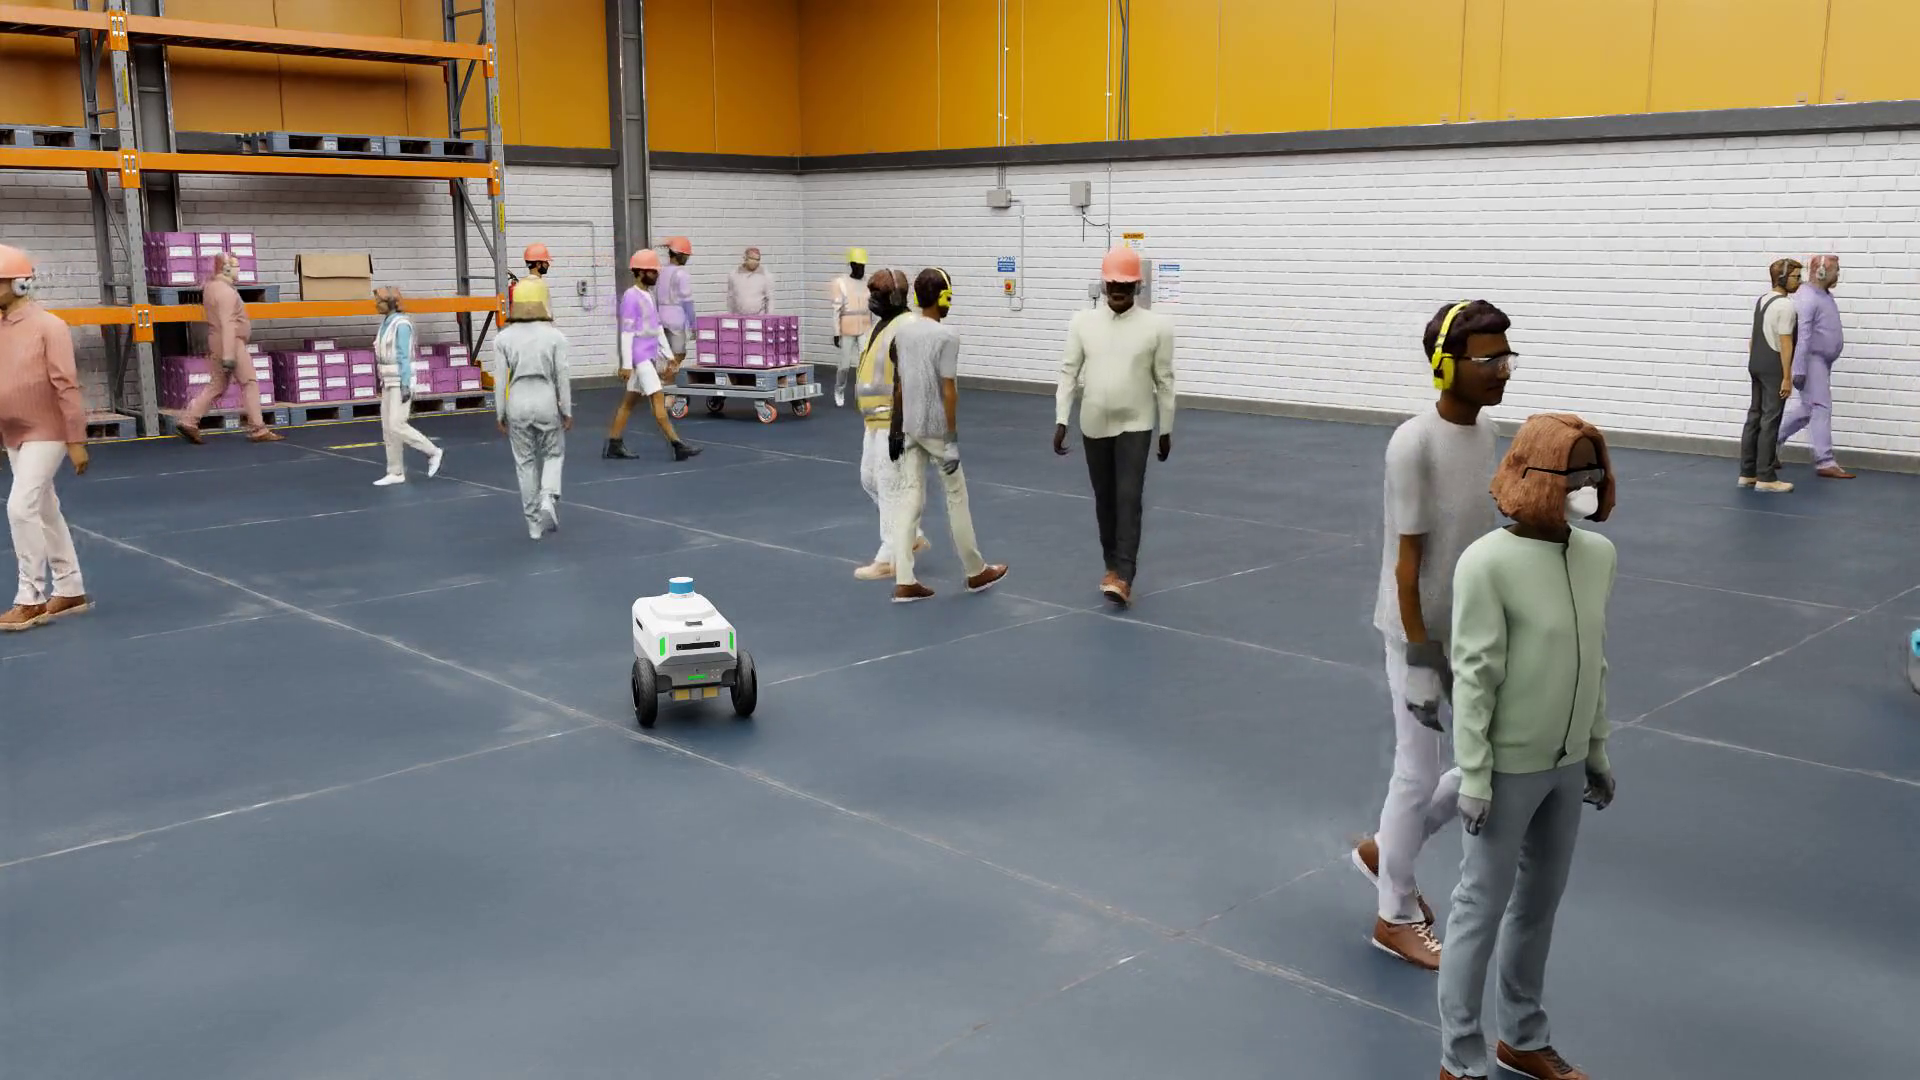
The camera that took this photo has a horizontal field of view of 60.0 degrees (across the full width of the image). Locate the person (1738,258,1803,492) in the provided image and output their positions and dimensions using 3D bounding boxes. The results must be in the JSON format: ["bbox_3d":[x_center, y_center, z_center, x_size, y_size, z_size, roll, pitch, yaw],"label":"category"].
[{"bbox_3d":[6.444,-1.304,13.195,0.342,1.842,0.506,0,10,-2],"label":"person"}]

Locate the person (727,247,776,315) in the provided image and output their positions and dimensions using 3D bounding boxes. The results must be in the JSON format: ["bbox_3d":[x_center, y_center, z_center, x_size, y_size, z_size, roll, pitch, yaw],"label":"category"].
[{"bbox_3d":[-2.758,-2.932,22.006,0.663,1.866,0.594,0,10,0],"label":"person"}]

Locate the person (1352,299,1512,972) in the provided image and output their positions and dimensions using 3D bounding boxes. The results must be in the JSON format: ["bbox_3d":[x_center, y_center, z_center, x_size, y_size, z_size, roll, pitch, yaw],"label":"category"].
[{"bbox_3d":[1.312,0.276,4.552,0.505,1.859,0.408,-9,13,-39],"label":"person"}]

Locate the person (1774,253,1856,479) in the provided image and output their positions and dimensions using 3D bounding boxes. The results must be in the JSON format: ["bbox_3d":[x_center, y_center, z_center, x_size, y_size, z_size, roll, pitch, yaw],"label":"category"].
[{"bbox_3d":[7.202,-1.482,14.065,0.827,1.883,0.662,8,13,39],"label":"person"}]

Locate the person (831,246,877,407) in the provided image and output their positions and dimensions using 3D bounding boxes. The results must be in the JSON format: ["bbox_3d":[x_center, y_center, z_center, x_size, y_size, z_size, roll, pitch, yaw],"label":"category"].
[{"bbox_3d":[-1.229,-2.450,19.300,0.587,1.898,0.821,-4,11,-20],"label":"person"}]

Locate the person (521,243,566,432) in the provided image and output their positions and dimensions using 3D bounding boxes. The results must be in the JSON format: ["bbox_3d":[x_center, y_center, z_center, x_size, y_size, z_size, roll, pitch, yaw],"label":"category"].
[{"bbox_3d":[-4.315,-2.064,17.077,0.362,1.939,0.542,-8,13,-38],"label":"person"}]

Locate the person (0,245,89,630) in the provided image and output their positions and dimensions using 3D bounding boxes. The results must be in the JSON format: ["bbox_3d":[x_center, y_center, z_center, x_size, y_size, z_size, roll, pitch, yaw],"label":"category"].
[{"bbox_3d":[-4.887,-0.519,8.570,0.651,1.964,0.776,5,12,27],"label":"person"}]

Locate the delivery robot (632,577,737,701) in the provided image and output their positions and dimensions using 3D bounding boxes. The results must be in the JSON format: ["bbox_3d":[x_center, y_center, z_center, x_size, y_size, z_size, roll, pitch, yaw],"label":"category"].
[{"bbox_3d":[-1.191,0.403,7.143,0.477,0.478,0.707,-4,11,-19],"label":"delivery robot"}]

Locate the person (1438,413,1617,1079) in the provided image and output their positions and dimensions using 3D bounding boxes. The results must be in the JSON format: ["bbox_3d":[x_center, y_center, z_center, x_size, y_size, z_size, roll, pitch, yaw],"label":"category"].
[{"bbox_3d":[1.311,0.522,3.809,0.499,1.633,0.285,-7,12,-33],"label":"person"}]

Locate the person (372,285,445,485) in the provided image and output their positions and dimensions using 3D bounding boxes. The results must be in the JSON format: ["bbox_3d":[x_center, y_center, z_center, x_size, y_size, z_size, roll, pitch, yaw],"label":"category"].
[{"bbox_3d":[-4.525,-1.249,13.488,0.463,1.623,0.528,-9,13,-39],"label":"person"}]

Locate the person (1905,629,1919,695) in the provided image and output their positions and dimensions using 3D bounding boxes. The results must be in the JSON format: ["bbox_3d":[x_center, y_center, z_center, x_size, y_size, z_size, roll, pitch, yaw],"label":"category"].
[{"bbox_3d":[4.309,-0.131,6.853,0.577,1.830,0.578,-2,11,-11],"label":"person"}]

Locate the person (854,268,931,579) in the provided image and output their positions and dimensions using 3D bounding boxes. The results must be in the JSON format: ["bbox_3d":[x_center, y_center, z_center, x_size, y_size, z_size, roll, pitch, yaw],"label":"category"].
[{"bbox_3d":[-0.412,-0.688,9.855,0.444,1.837,0.656,-3,11,-16],"label":"person"}]

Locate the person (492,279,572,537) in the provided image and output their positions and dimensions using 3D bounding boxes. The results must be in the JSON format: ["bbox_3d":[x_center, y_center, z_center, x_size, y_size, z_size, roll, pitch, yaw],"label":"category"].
[{"bbox_3d":[-2.850,-0.863,11.082,0.503,1.726,0.423,-2,11,-11],"label":"person"}]

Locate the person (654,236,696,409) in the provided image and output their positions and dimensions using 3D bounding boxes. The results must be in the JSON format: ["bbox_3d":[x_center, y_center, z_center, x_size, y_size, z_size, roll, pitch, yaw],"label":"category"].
[{"bbox_3d":[-3.327,-2.530,19.433,0.482,2.011,0.620,-9,14,-40],"label":"person"}]

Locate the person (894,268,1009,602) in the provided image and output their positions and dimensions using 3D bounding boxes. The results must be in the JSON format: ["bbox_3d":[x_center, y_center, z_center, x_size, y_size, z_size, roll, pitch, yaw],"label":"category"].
[{"bbox_3d":[-0.117,-0.589,9.296,0.569,1.845,0.712,10,14,42],"label":"person"}]

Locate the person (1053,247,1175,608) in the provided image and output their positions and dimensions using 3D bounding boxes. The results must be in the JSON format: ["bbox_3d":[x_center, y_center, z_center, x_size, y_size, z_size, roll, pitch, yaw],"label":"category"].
[{"bbox_3d":[0.831,-0.617,9.145,0.625,1.942,0.977,4,11,18],"label":"person"}]

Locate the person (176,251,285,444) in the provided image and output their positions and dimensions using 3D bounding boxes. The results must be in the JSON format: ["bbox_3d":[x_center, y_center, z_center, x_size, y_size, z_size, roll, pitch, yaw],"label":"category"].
[{"bbox_3d":[-7.156,-1.856,16.127,0.913,1.878,0.637,-9,14,-40],"label":"person"}]

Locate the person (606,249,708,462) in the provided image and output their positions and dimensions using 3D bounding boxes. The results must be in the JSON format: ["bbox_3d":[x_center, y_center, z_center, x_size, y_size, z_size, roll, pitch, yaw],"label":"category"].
[{"bbox_3d":[-2.762,-1.636,14.877,0.997,1.885,0.565,1,10,3],"label":"person"}]
